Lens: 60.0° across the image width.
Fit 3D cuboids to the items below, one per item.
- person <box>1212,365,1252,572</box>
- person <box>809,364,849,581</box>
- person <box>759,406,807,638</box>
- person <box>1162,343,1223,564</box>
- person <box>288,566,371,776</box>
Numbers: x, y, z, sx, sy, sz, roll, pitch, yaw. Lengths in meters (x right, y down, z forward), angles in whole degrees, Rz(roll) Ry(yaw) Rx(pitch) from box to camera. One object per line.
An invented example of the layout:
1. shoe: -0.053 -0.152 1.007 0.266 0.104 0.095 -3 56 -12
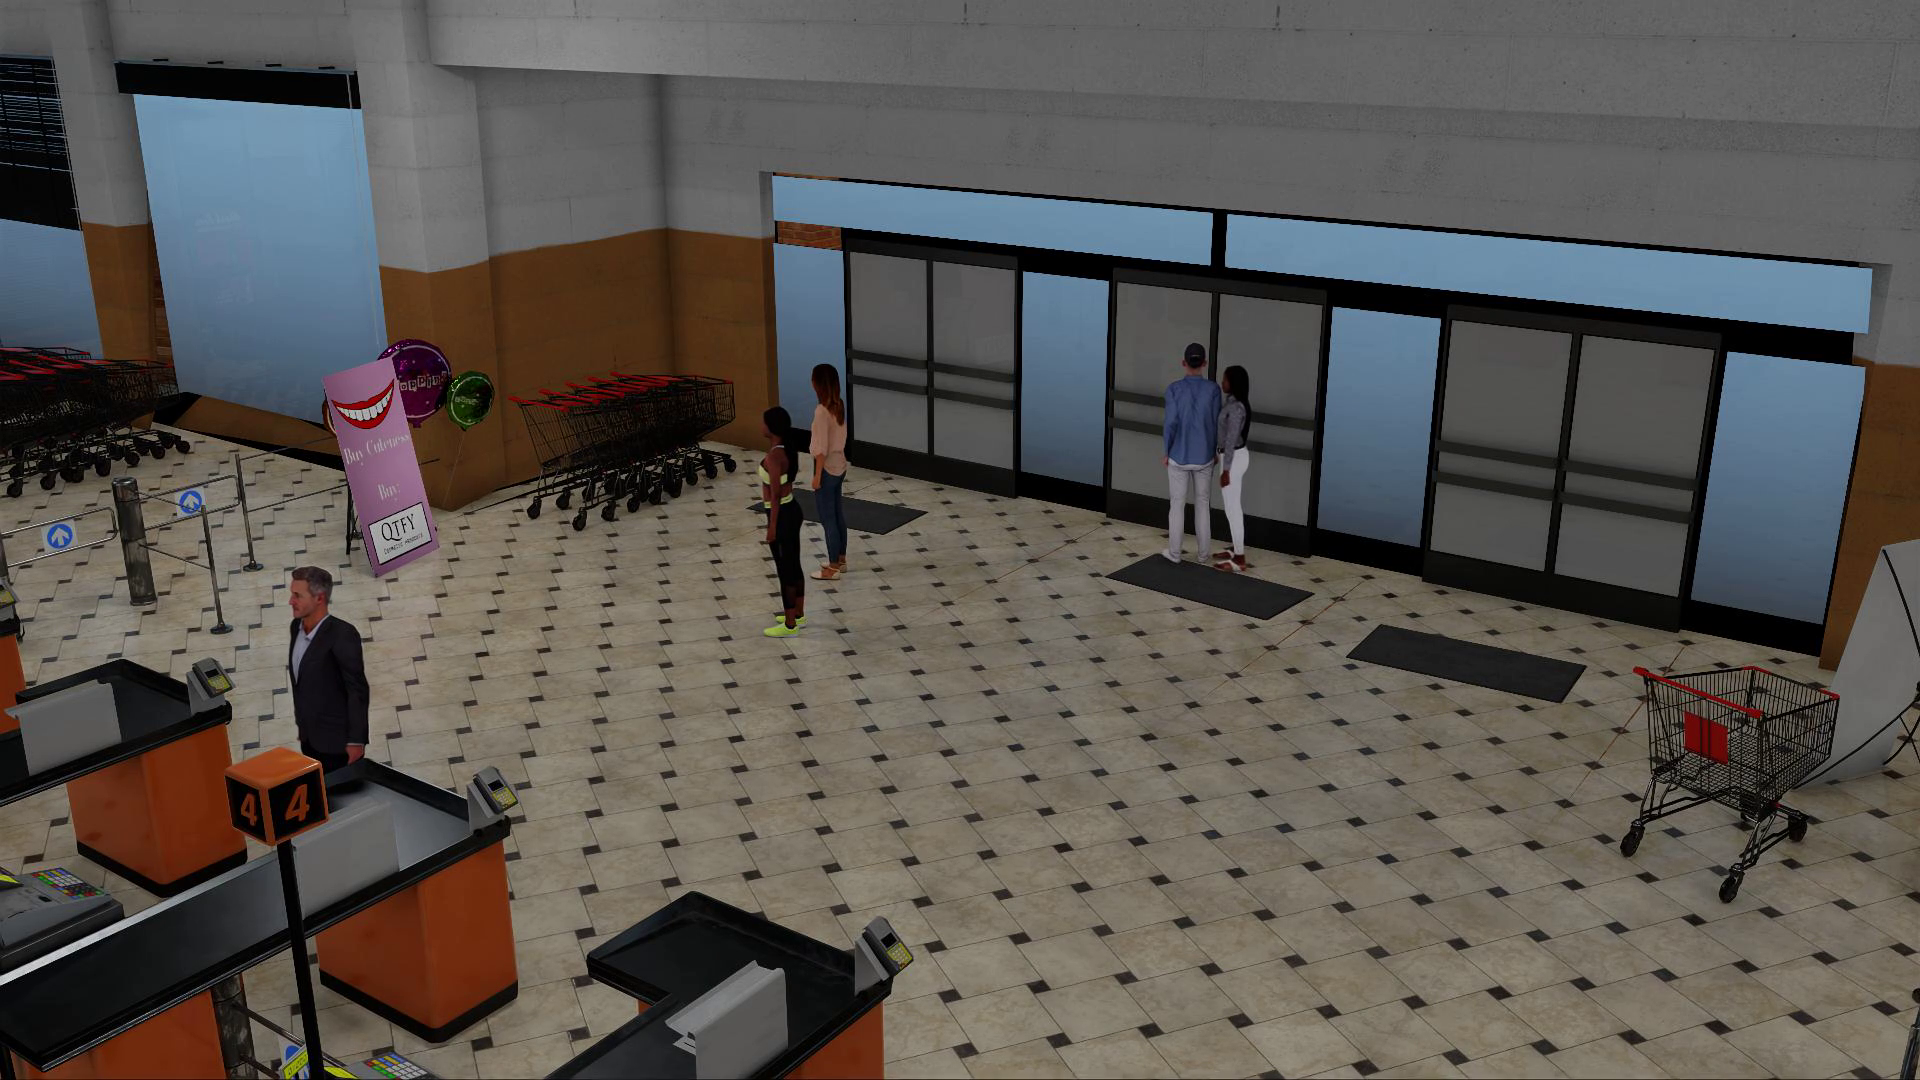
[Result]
1. person: 2.271 -0.610 13.812 0.725 1.721 0.602 3 19 9
2. person: -1.060 -0.558 13.545 0.711 1.792 0.559 6 19 17
3. person: -1.299 -0.137 12.358 0.683 1.754 0.546 5 19 15
4. person: 1.930 -0.719 13.874 0.741 1.888 0.777 -1 19 -3
5. person: -3.357 1.000 8.849 0.719 1.841 0.572 13 23 34
